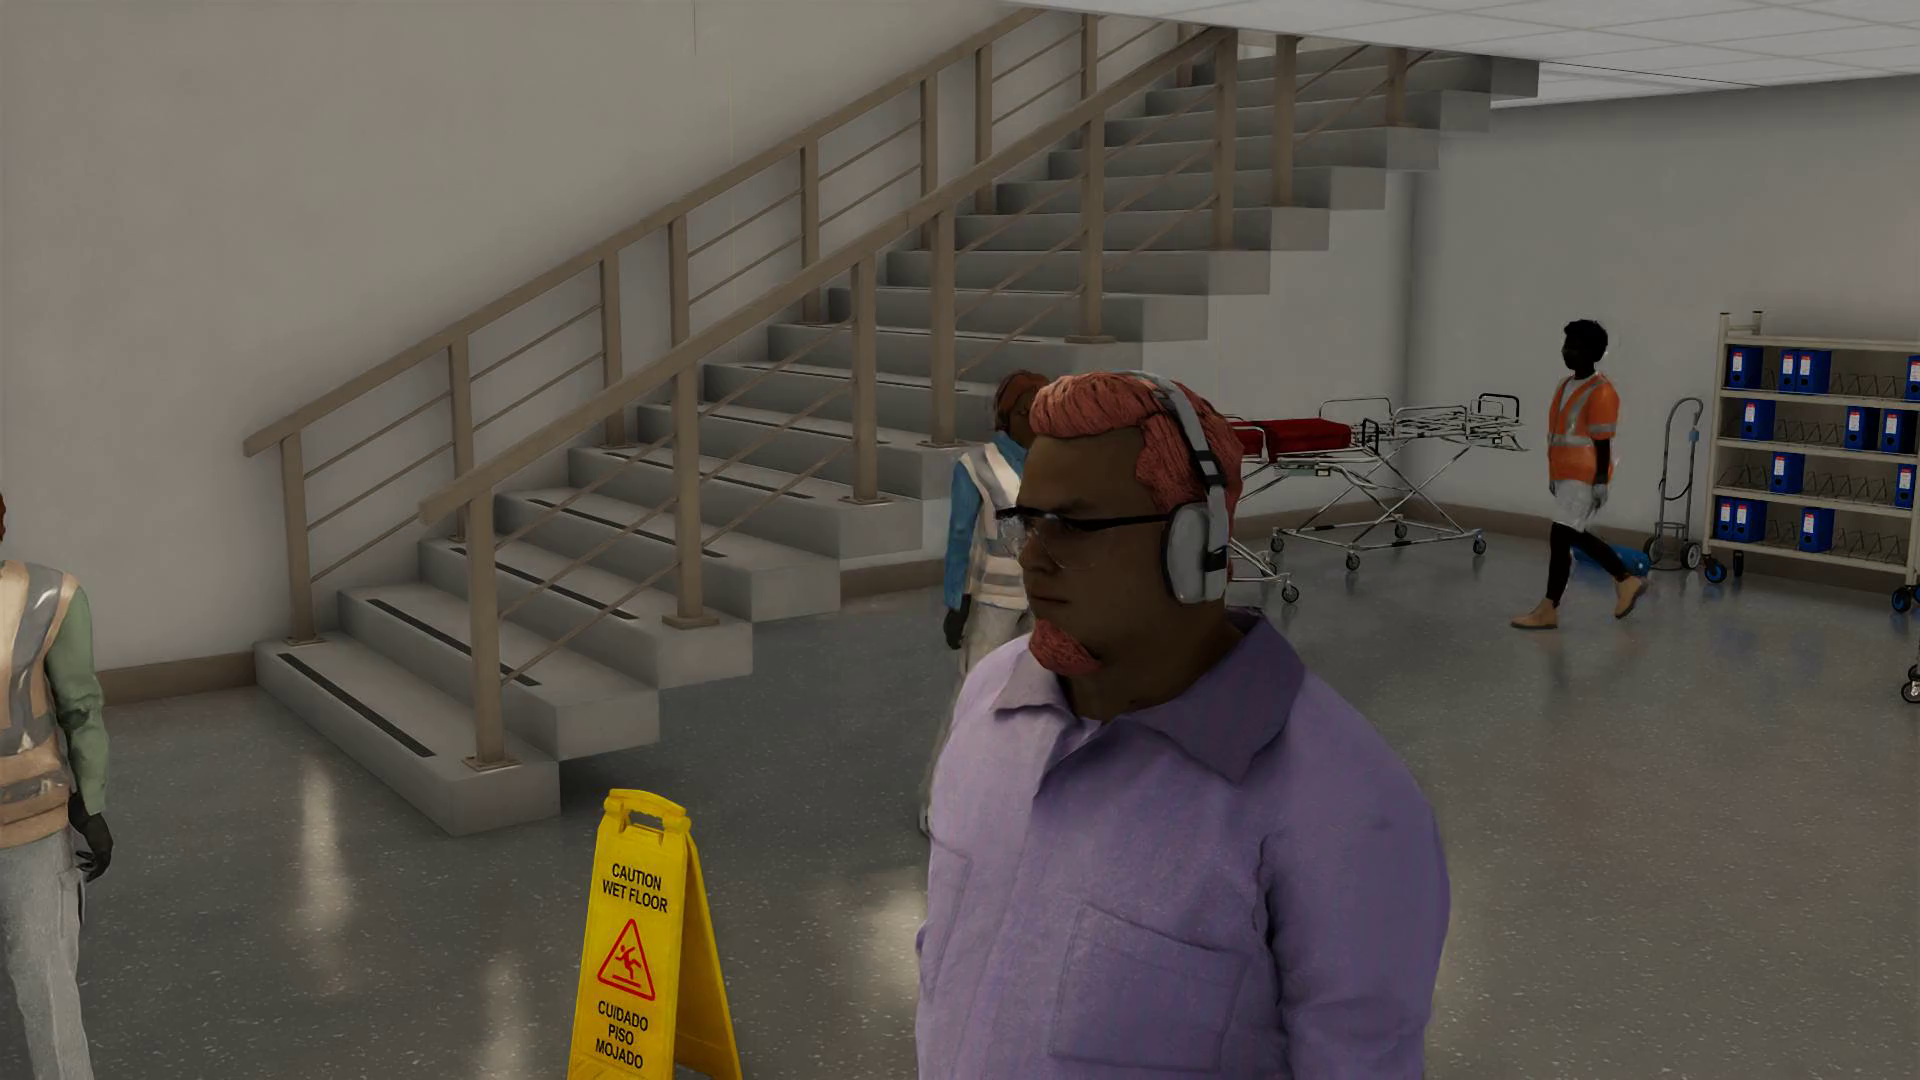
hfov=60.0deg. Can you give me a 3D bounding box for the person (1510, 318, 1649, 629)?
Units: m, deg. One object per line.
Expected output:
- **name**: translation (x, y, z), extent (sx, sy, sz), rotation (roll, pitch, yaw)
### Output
- **person**: translation (3.380, -0.350, 8.917), extent (0.757, 1.674, 0.537), rotation (-1, 10, -5)

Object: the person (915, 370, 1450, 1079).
- **person**: translation (0.155, 0.777, 1.756), extent (0.409, 1.908, 0.639), rotation (-9, 13, -41)

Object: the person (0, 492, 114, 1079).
- **person**: translation (-2.051, 0.614, 3.466), extent (0.523, 1.637, 0.311), rotation (-4, 11, -24)

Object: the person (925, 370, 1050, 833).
- **person**: translation (0.157, 0.219, 5.793), extent (0.661, 1.620, 0.367), rotation (-5, 11, -28)
